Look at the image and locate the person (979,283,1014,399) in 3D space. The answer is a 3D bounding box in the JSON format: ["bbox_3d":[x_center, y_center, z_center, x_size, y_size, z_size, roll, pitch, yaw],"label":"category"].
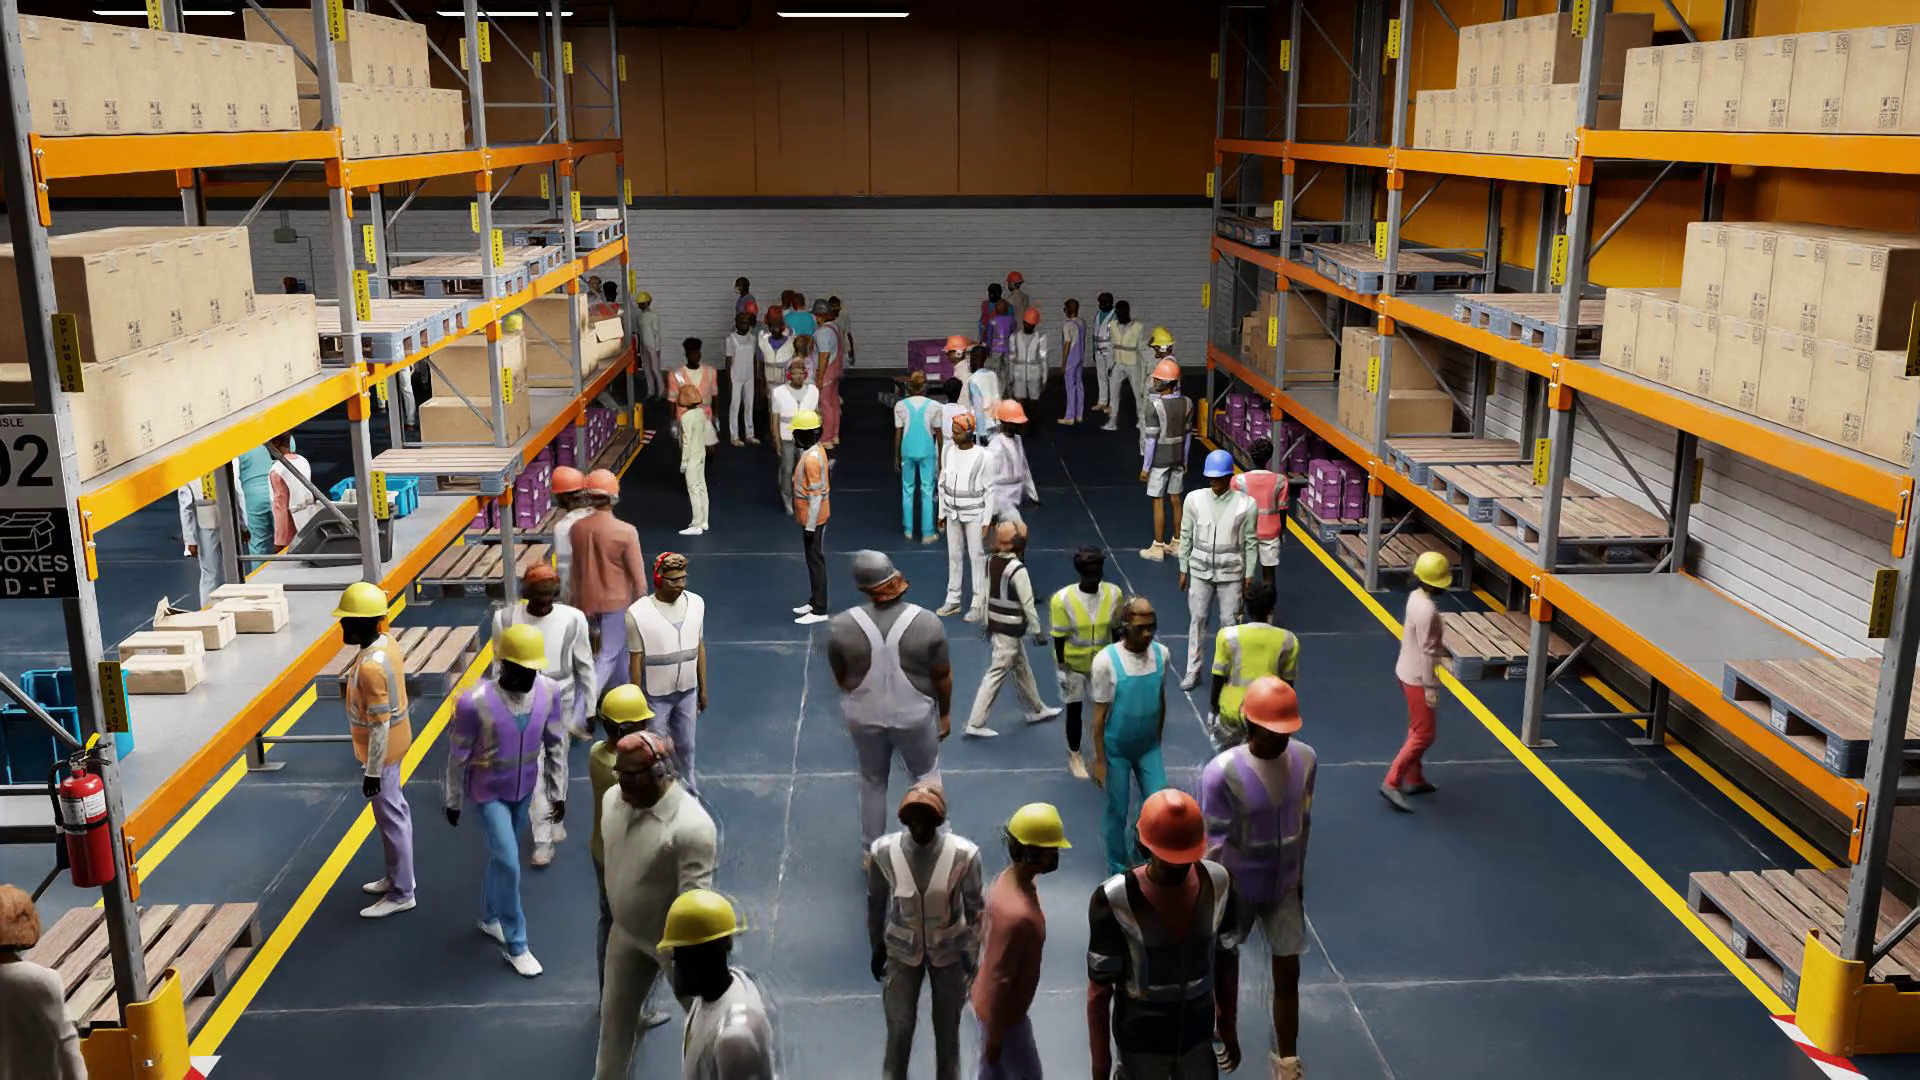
[{"bbox_3d":[0.553,-3.187,26.626,0.619,1.845,0.430,11,18,36],"label":"person"}]

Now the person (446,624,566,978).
[{"bbox_3d":[-2.355,1.336,8.797,0.806,1.872,0.592,12,19,39],"label":"person"}]

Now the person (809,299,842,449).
[{"bbox_3d":[-1.876,-2.268,22.620,0.538,2.000,0.689,3,15,12],"label":"person"}]

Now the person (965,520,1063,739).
[{"bbox_3d":[0.384,0.644,12.087,0.834,1.595,0.517,-5,15,-18],"label":"person"}]

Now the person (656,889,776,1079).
[{"bbox_3d":[-0.729,2.112,5.729,0.668,1.884,0.632,-4,15,-16],"label":"person"}]

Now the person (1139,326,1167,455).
[{"bbox_3d":[2.609,-1.964,22.047,0.487,1.733,0.328,11,18,36],"label":"person"}]

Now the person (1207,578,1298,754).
[{"bbox_3d":[1.798,1.066,10.266,0.556,1.662,0.455,0,14,0],"label":"person"}]

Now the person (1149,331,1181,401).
[{"bbox_3d":[2.564,-1.703,20.849,0.405,1.824,0.591,3,15,11],"label":"person"}]

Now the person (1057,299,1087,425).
[{"bbox_3d":[1.643,-2.609,24.353,0.345,1.846,0.508,11,18,36],"label":"person"}]

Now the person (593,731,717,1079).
[{"bbox_3d":[-1.365,1.731,7.289,0.671,1.850,0.983,9,17,33],"label":"person"}]

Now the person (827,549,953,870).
[{"bbox_3d":[-0.384,0.987,9.843,0.767,2.000,0.590,0,14,2],"label":"person"}]

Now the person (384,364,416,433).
[{"bbox_3d":[-8.054,-2.485,23.692,0.370,1.934,0.627,12,19,40],"label":"person"}]

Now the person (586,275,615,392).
[{"bbox_3d":[-5.937,-3.360,27.170,0.642,1.913,0.408,3,15,12],"label":"person"}]

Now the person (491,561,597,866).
[{"bbox_3d":[-2.505,1.028,10.063,0.611,1.845,0.828,-3,15,-13],"label":"person"}]

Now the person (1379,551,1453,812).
[{"bbox_3d":[2.979,0.893,10.808,0.362,1.741,0.628,2,14,8],"label":"person"}]

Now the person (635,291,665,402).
[{"bbox_3d":[-4.941,-3.055,26.290,0.534,1.751,0.378,12,18,38],"label":"person"}]

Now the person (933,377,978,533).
[{"bbox_3d":[-0.074,-0.914,17.990,0.542,1.697,0.316,1,14,3],"label":"person"}]

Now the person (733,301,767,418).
[{"bbox_3d":[-3.111,-2.709,24.923,0.562,1.753,0.333,-7,16,-25],"label":"person"}]

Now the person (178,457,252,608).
[{"bbox_3d":[-6.431,-0.089,14.347,0.404,1.906,0.598,8,16,29],"label":"person"}]

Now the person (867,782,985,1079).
[{"bbox_3d":[-0.150,1.840,7.315,0.522,1.634,0.384,1,14,3],"label":"person"}]

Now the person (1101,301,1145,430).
[{"bbox_3d":[2.364,-2.491,23.853,0.678,1.857,0.923,12,18,38],"label":"person"}]

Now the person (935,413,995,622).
[{"bbox_3d":[0.041,-0.212,14.861,0.572,1.886,0.355,10,17,34],"label":"person"}]

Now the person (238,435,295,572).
[{"bbox_3d":[-6.468,-0.379,15.473,0.636,1.911,0.405,-9,17,-31],"label":"person"}]

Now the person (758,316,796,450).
[{"bbox_3d":[-2.430,-2.112,22.438,0.571,1.832,0.439,3,15,12],"label":"person"}]

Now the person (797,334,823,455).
[{"bbox_3d":[-2.026,-1.924,22.107,0.381,1.625,0.536,2,14,7],"label":"person"}]

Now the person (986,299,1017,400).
[{"bbox_3d":[0.657,-2.962,26.150,0.523,1.636,0.310,-4,15,-15],"label":"person"}]

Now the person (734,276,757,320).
[{"bbox_3d":[-3.446,-3.276,26.810,0.369,1.933,0.626,-5,15,-19],"label":"person"}]

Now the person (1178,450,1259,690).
[{"bbox_3d":[1.996,0.248,12.931,0.615,1.945,0.406,5,15,20],"label":"person"}]

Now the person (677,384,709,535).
[{"bbox_3d":[-2.891,-0.873,17.957,0.280,1.633,0.503,3,15,12],"label":"person"}]

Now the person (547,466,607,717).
[{"bbox_3d":[-2.916,0.380,12.460,0.608,1.917,0.586,8,16,28],"label":"person"}]

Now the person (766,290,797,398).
[{"bbox_3d":[-2.719,-3.011,25.998,0.592,1.807,0.756,9,17,31],"label":"person"}]

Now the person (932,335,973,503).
[{"bbox_3d":[-0.089,-1.400,19.345,0.765,1.965,0.664,-1,14,-3],"label":"person"}]

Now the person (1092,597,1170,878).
[{"bbox_3d":[0.972,1.202,9.415,0.518,1.829,0.411,-5,15,-20],"label":"person"}]

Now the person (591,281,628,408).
[{"bbox_3d":[-5.378,-3.020,25.727,0.611,1.961,0.364,-1,14,-4],"label":"person"}]

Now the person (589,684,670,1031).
[{"bbox_3d":[-1.638,1.554,8.188,0.339,1.759,0.524,-10,17,-33],"label":"person"}]

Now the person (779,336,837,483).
[{"bbox_3d":[-1.877,-1.625,20.566,0.942,1.797,0.542,-10,18,-35],"label":"person"}]

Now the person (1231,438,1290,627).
[{"bbox_3d":[2.624,-0.057,14.643,0.531,1.691,0.318,1,14,4],"label":"person"}]

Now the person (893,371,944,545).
[{"bbox_3d":[-0.434,-0.877,17.650,0.541,1.814,0.694,0,14,0],"label":"person"}]

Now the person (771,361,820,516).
[{"bbox_3d":[-1.813,-1.099,18.514,0.574,1.797,0.954,-5,15,-19],"label":"person"}]

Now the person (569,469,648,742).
[{"bbox_3d":[-2.601,0.465,12.077,0.627,1.953,0.993,8,16,29],"label":"person"}]

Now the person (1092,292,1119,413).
[{"bbox_3d":[2.240,-2.865,25.396,0.429,1.831,0.636,-11,18,-36],"label":"person"}]

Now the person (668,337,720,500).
[{"bbox_3d":[-3.085,-1.405,19.415,0.645,1.945,0.432,-7,16,-27],"label":"person"}]

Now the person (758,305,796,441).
[{"bbox_3d":[-2.538,-2.323,23.148,0.585,1.882,0.337,-9,17,-30],"label":"person"}]

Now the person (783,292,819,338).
[{"bbox_3d":[-2.416,-2.856,25.347,0.596,1.823,0.448,-5,15,-19],"label":"person"}]

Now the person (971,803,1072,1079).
[{"bbox_3d":[0.209,1.910,6.811,0.501,1.733,0.541,0,14,0],"label":"person"}]

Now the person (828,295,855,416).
[{"bbox_3d":[-1.910,-2.859,25.408,0.555,1.820,0.927,-5,15,-18],"label":"person"}]

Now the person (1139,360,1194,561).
[{"bbox_3d":[2.075,-0.805,16.864,0.614,2.047,0.357,-10,18,-35],"label":"person"}]

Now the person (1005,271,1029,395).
[{"bbox_3d":[0.900,-3.353,26.970,0.393,1.995,0.612,7,16,27],"label":"person"}]

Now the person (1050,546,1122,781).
[{"bbox_3d":[0.848,0.838,11.159,0.536,1.675,0.487,-3,15,-13],"label":"person"}]

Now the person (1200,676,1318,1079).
[{"bbox_3d":[1.354,1.555,7.720,0.627,1.997,1.055,-5,15,-20],"label":"person"}]

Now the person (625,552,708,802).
[{"bbox_3d":[-1.817,0.958,10.372,0.560,1.836,0.394,-14,20,-43],"label":"person"}]

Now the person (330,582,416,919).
[{"bbox_3d":[-3.273,1.168,9.354,0.359,1.930,0.588,-4,15,-14],"label":"person"}]

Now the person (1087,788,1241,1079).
[{"bbox_3d":[0.787,1.887,6.342,0.613,2.029,0.409,-5,15,-17],"label":"person"}]

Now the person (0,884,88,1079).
[{"bbox_3d":[-3.571,2.090,6.341,0.502,1.630,0.273,4,15,15],"label":"person"}]

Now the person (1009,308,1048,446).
[{"bbox_3d":[0.953,-2.292,23.036,0.553,1.894,0.961,2,14,7],"label":"person"}]

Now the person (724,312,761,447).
[{"bbox_3d":[-2.978,-2.201,22.770,0.507,1.838,0.347,-12,19,-40],"label":"person"}]

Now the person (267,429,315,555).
[{"bbox_3d":[-5.708,-0.069,14.264,0.409,1.906,0.602,0,14,-1],"label":"person"}]

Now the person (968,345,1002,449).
[{"bbox_3d":[0.302,-1.281,19.073,0.660,1.873,0.609,9,17,32],"label":"person"}]

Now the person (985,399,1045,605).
[{"bbox_3d":[0.508,-0.359,15.378,0.653,1.909,0.586,5,15,19],"label":"person"}]

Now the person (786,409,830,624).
[{"bbox_3d":[-1.339,-0.213,14.779,0.366,1.926,0.594,-1,14,-6],"label":"person"}]
